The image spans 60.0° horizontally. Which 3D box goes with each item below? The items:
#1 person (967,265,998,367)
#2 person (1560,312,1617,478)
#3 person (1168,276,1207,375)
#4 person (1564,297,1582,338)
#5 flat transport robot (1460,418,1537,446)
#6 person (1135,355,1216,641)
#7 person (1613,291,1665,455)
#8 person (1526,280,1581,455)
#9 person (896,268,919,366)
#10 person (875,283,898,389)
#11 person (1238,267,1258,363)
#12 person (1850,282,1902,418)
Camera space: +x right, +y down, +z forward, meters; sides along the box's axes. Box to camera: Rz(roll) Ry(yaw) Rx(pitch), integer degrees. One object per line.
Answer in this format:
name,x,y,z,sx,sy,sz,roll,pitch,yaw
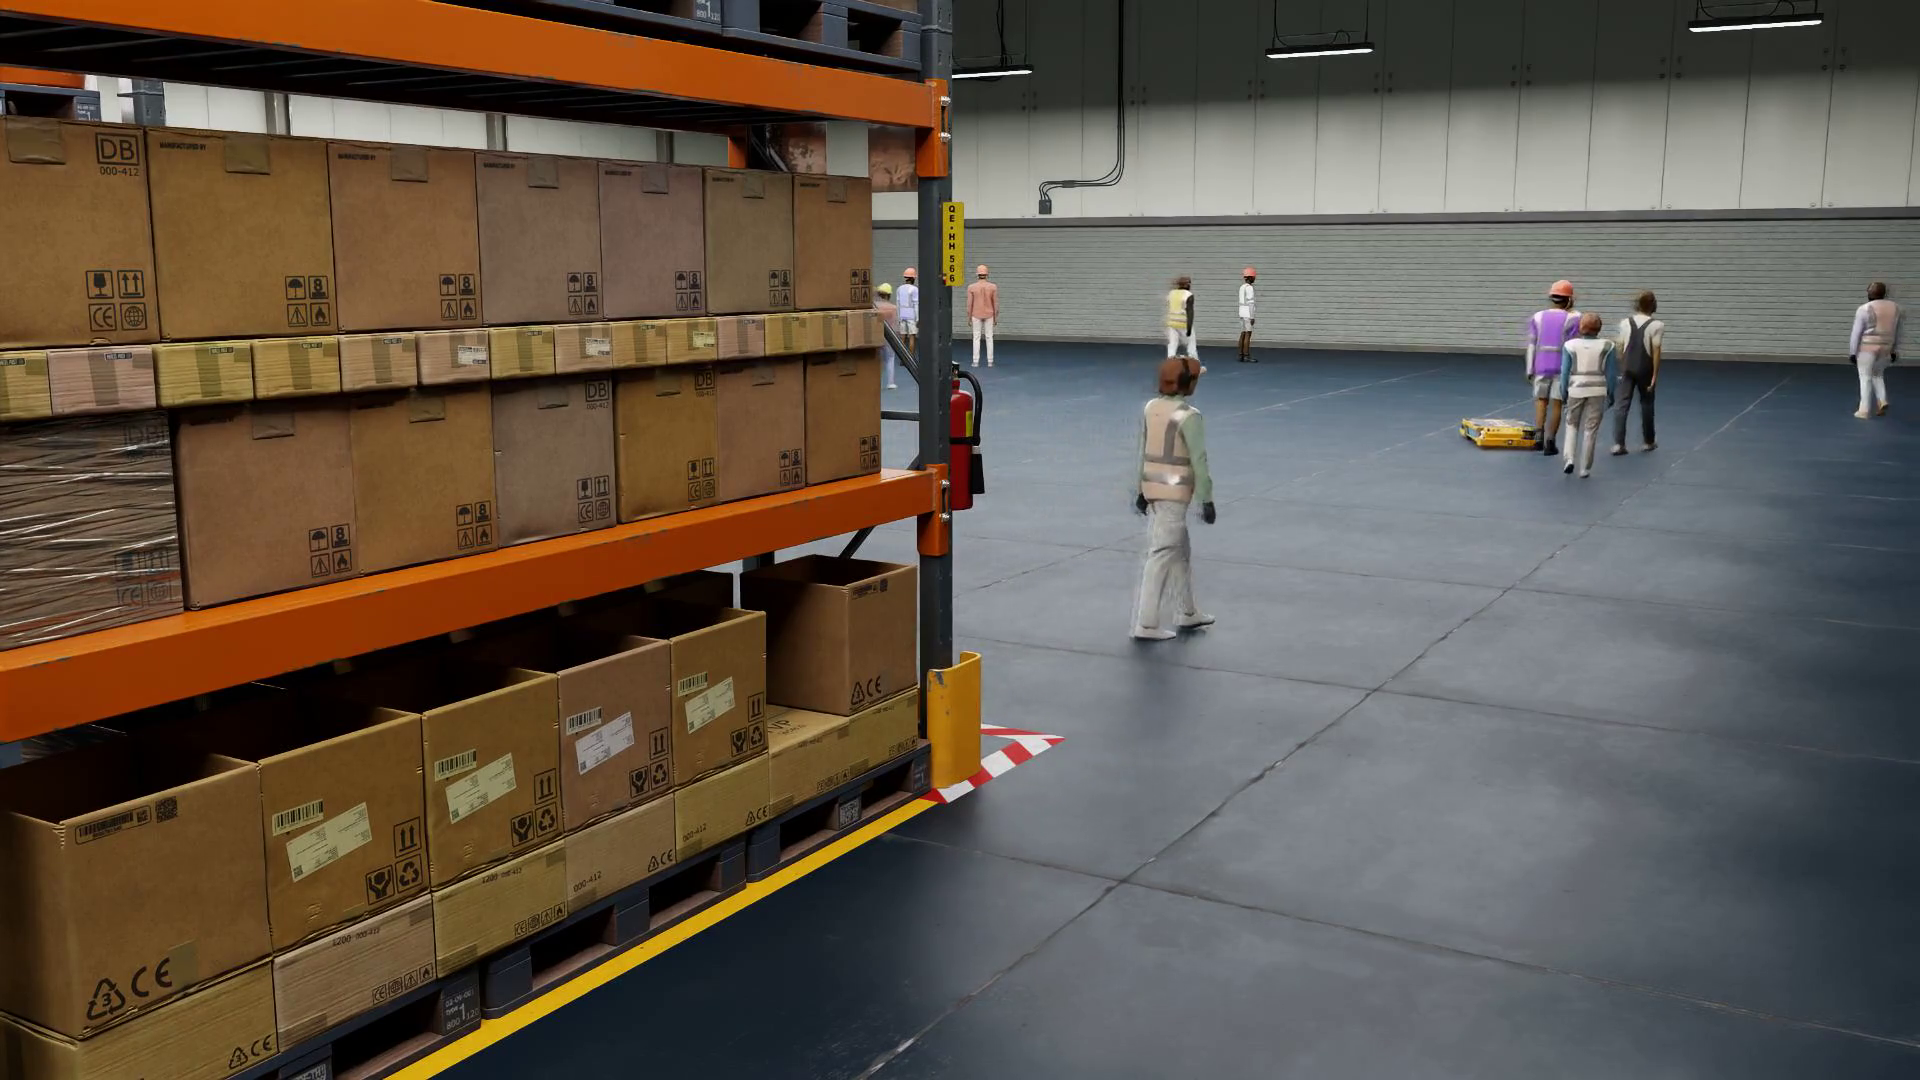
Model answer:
person,0.446,-4.410,32.784,0.612,1.997,0.375,-1,10,-5
person,6.180,-1.420,16.372,0.519,1.626,0.378,4,11,24
person,4.120,-3.886,30.290,0.894,1.807,0.628,-8,13,-41
person,9.123,-2.910,25.166,0.512,1.594,0.864,7,12,35
flat transport robot,6.294,-1.267,19.432,0.652,0.197,1.431,1,10,7
person,1.289,-0.236,9.448,0.718,1.609,0.550,-4,11,-23
person,7.503,-1.839,18.355,0.505,1.796,0.991,8,13,40
person,6.513,-1.881,18.213,0.571,1.913,0.417,7,12,35
person,-1.001,-4.413,32.975,0.548,1.937,0.379,8,13,41
person,-1.266,-3.304,27.051,0.525,1.740,0.728,3,10,16
person,5.910,-4.606,34.096,0.354,1.942,0.545,-2,10,-13
person,12.243,-2.536,22.299,0.652,1.830,0.438,-1,10,-7
